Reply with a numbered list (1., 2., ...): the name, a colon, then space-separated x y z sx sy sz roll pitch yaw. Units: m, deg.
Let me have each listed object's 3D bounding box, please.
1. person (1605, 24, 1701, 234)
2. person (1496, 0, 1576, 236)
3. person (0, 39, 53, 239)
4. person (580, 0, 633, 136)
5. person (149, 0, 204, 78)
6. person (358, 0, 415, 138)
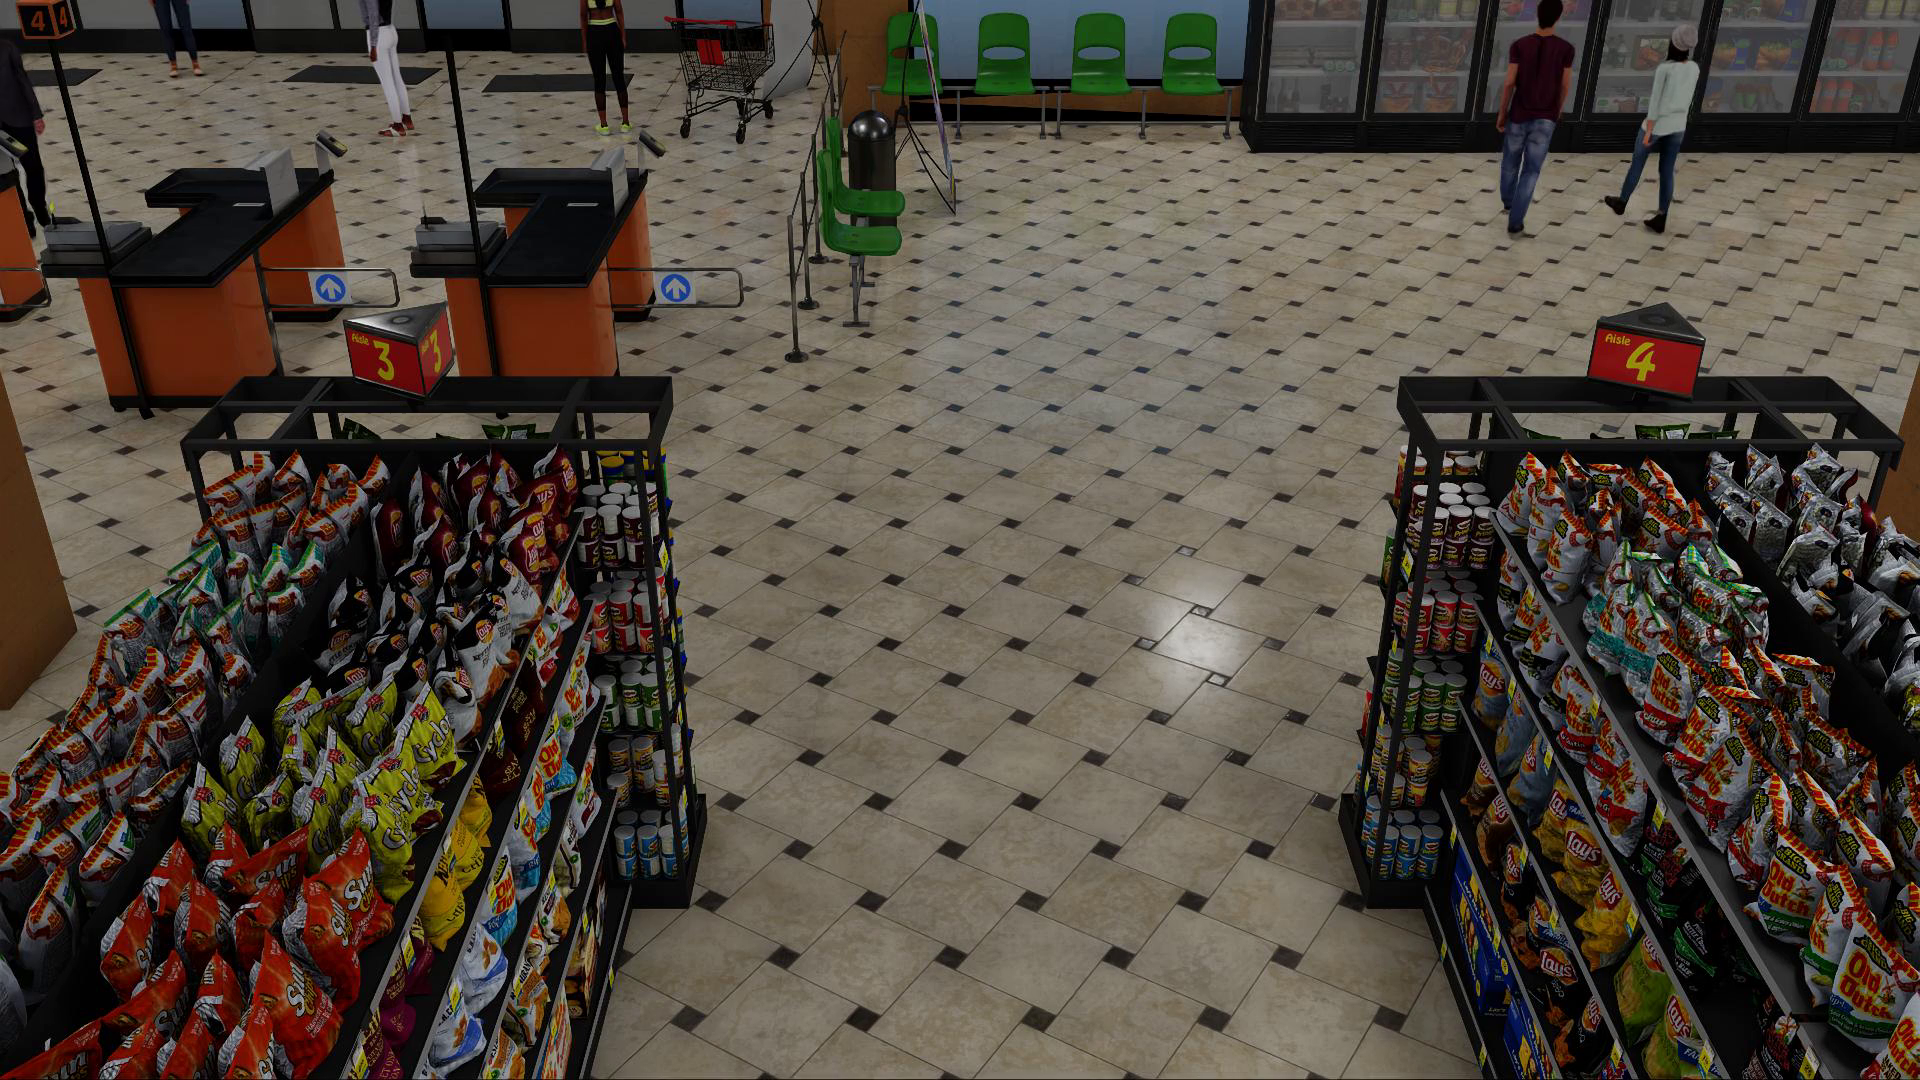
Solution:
1. person: 5.712 -3.285 13.374 0.714 1.620 0.997 -6 29 -12
2. person: 4.560 -3.338 13.278 0.959 1.805 1.193 13 31 22
3. person: -7.636 -3.348 13.270 0.864 1.831 0.859 -14 32 -24
4. person: -3.428 -4.809 16.026 0.629 1.754 0.608 -10 30 -17
5. person: -8.618 -5.962 18.103 0.660 1.787 0.656 -11 30 -19
6. person: -5.549 -4.773 15.992 0.679 1.724 0.471 3 29 6
